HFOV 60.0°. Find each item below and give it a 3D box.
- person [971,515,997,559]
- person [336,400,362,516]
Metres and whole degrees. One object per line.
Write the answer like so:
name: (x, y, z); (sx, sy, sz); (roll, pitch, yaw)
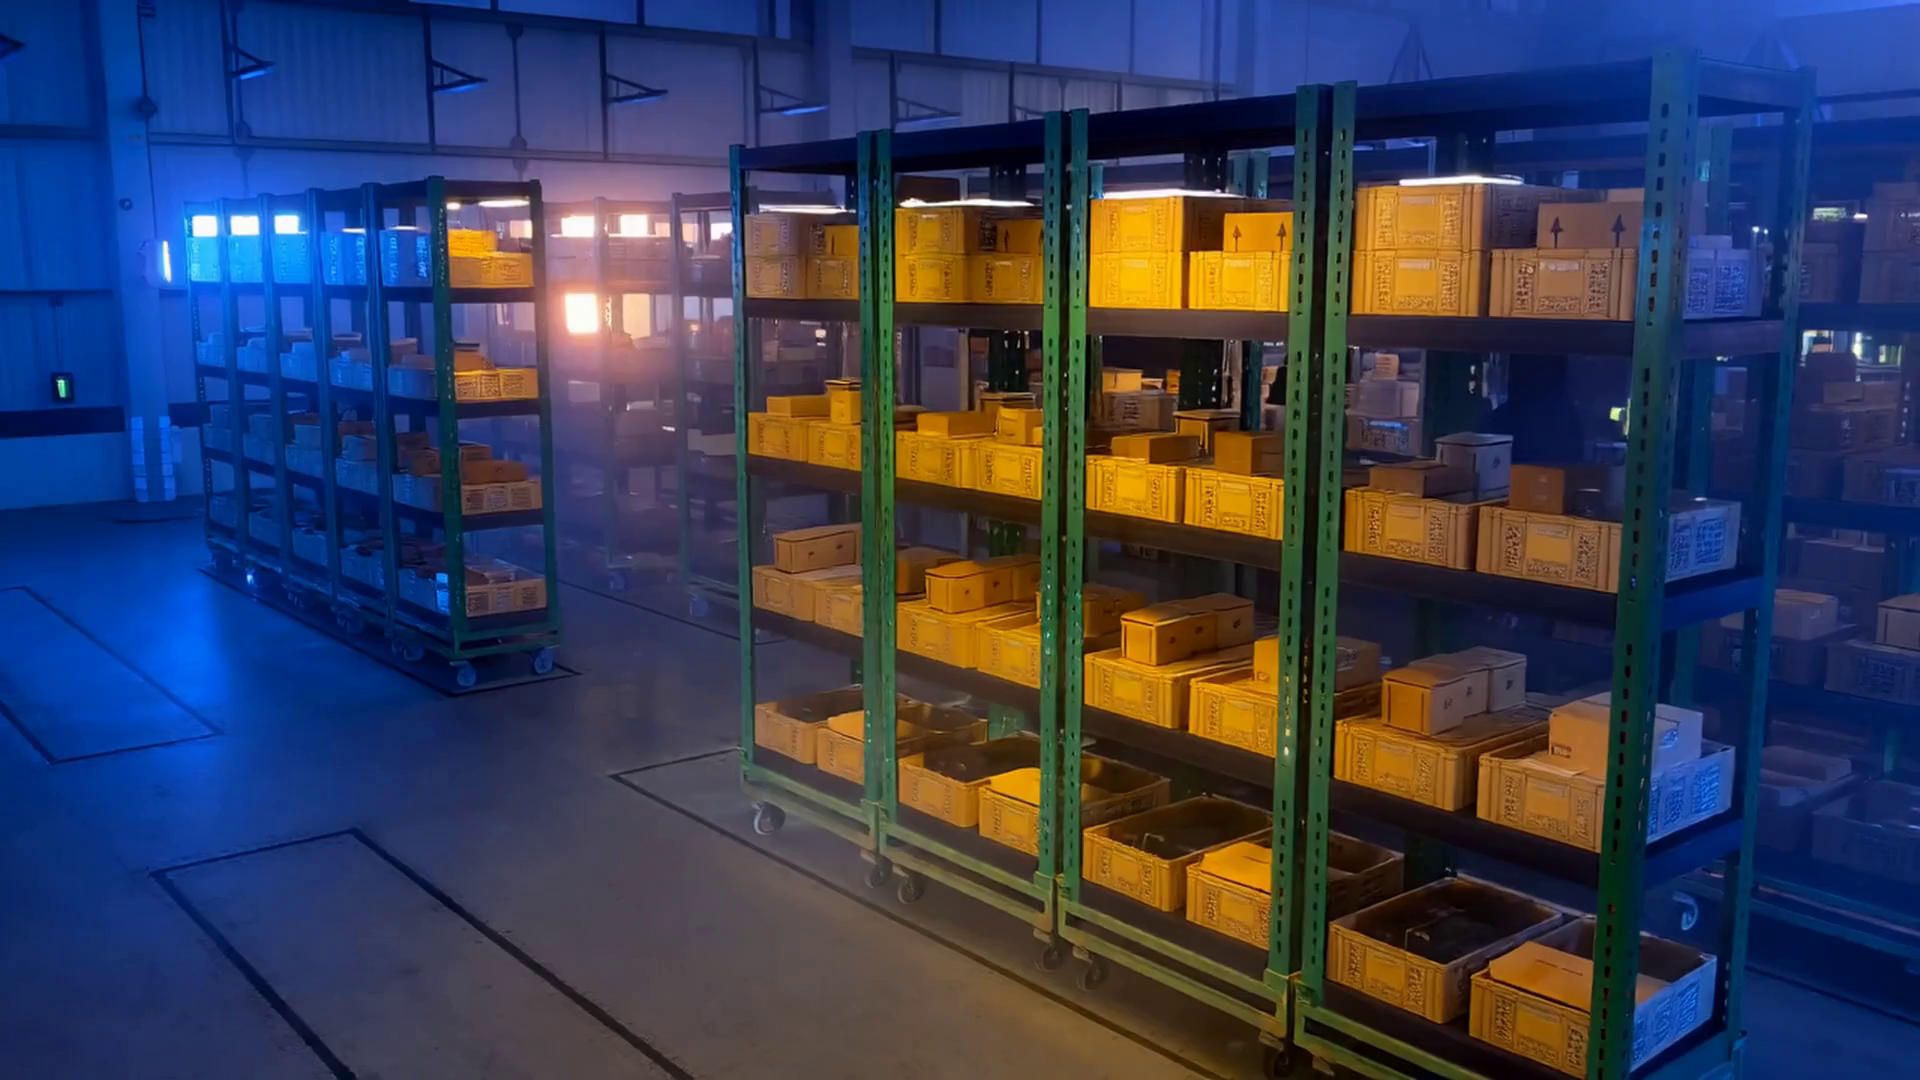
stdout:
person: (0.294, -0.037, 12.976); (0.589, 1.826, 0.403); (-3, 10, -19)
person: (-6.118, -0.686, 16.869); (0.389, 1.837, 0.560); (-3, 10, -19)
